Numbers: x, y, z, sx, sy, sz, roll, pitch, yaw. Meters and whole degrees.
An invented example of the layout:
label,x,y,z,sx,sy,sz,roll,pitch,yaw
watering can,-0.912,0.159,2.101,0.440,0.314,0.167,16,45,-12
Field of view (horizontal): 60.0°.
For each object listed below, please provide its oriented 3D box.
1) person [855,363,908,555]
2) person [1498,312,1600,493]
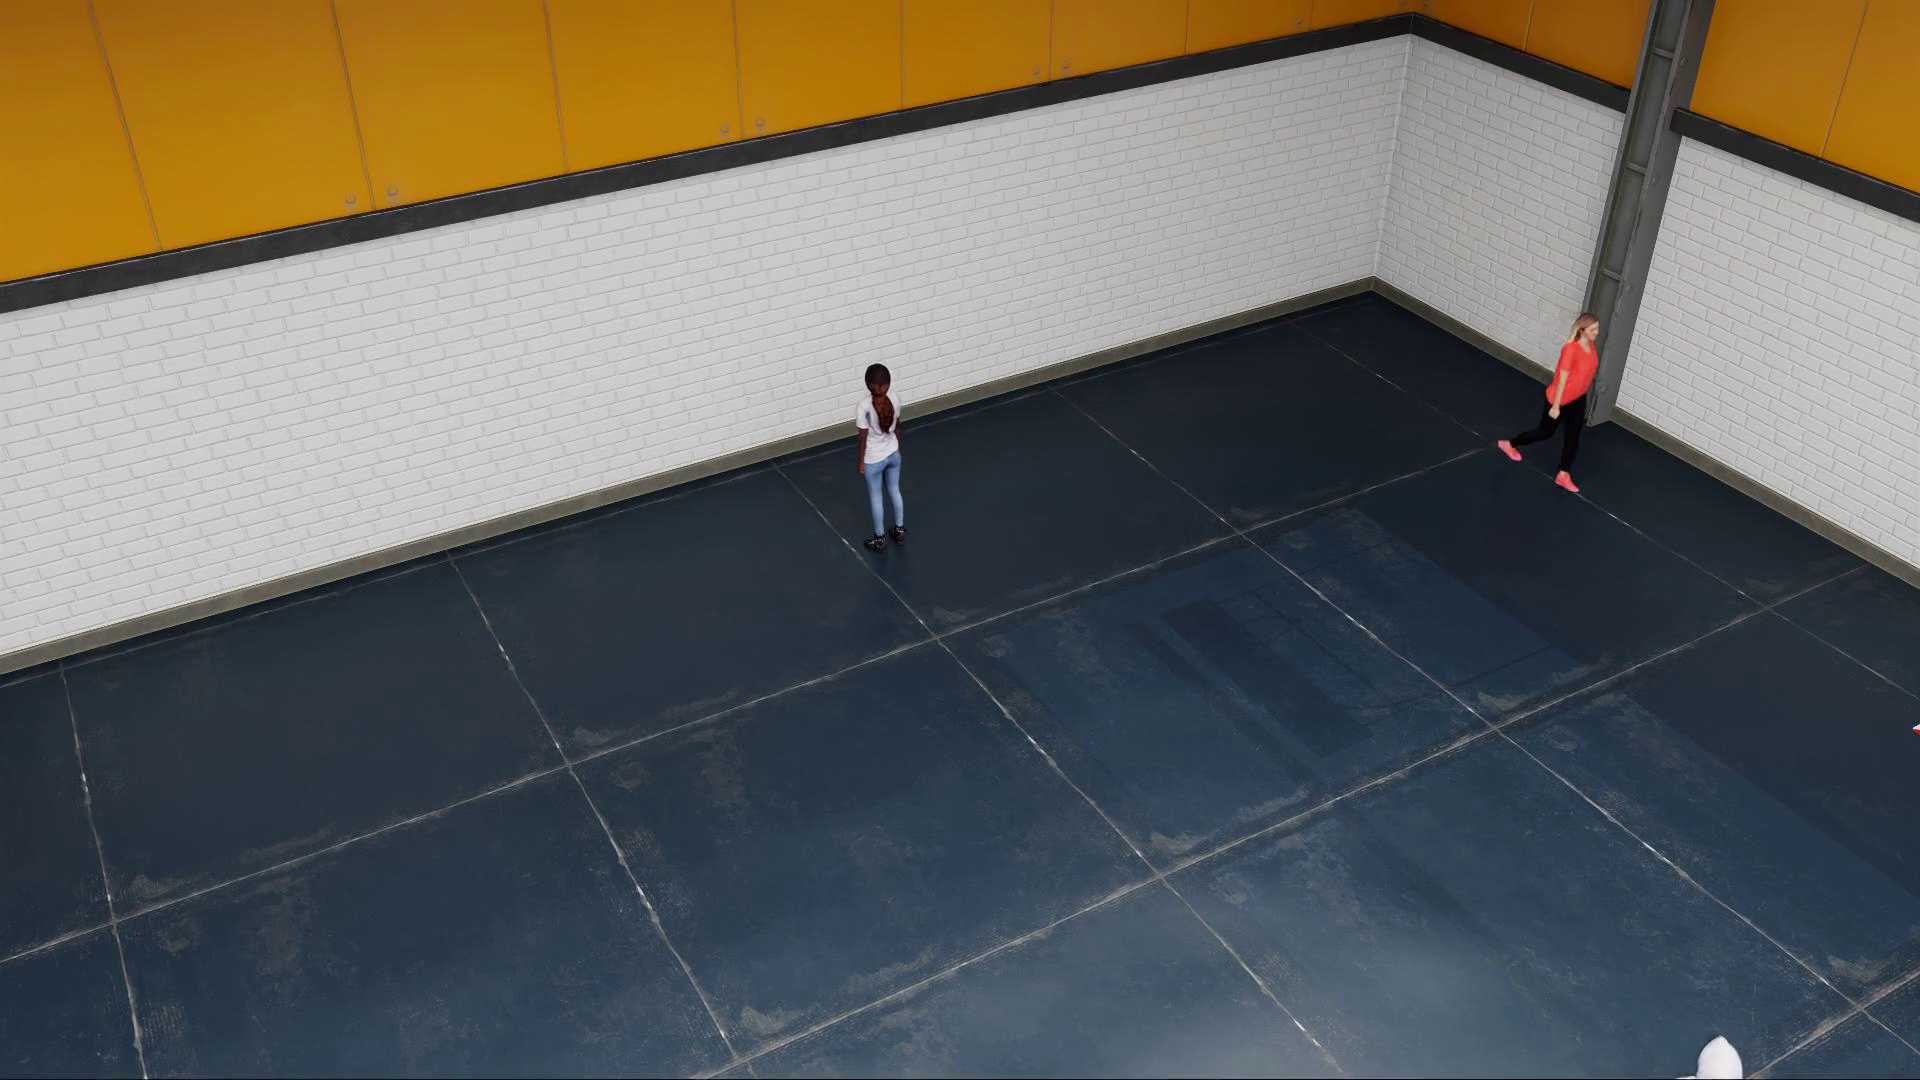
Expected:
label,x,y,z,sx,sy,sz,roll,pitch,yaw
person,-0.649,-0.679,13.695,0.605,1.719,0.556,-23,40,-31
person,5.234,-1.256,14.612,0.681,1.665,1.068,-27,42,-35
